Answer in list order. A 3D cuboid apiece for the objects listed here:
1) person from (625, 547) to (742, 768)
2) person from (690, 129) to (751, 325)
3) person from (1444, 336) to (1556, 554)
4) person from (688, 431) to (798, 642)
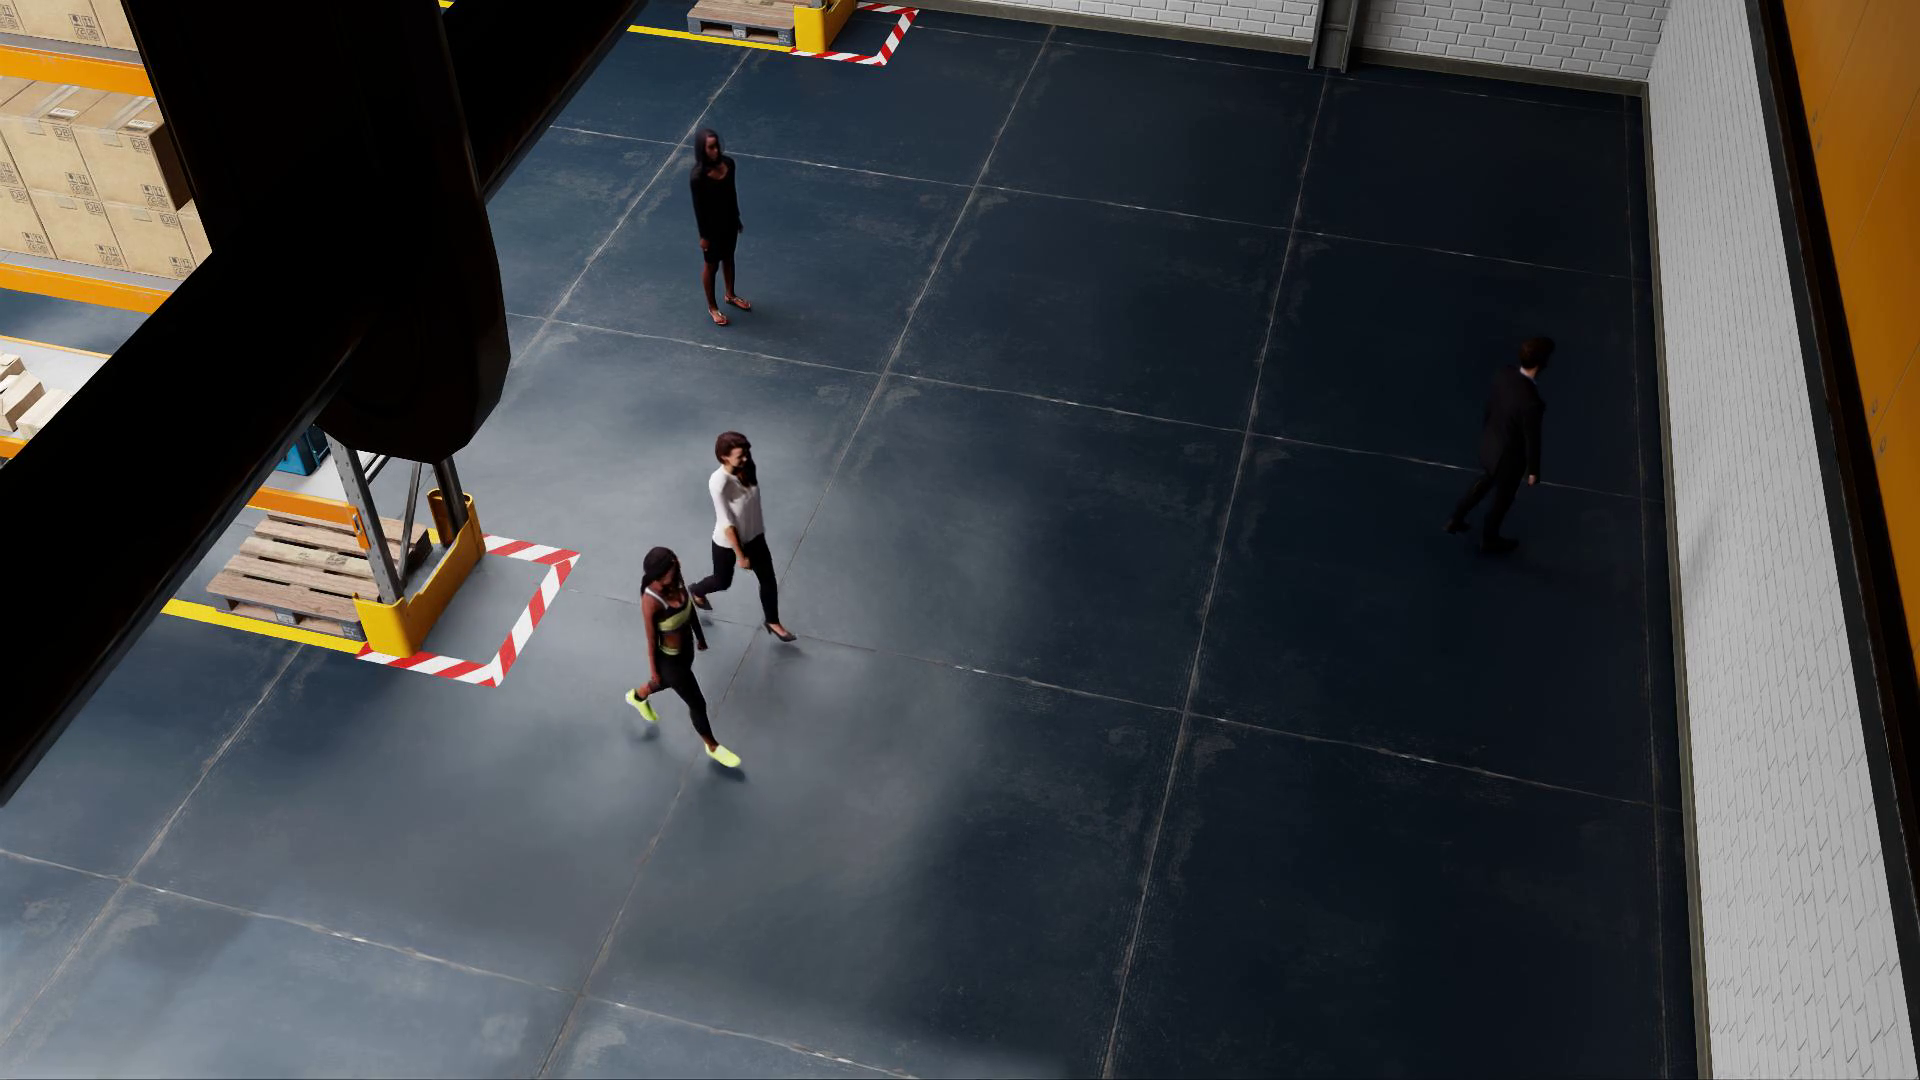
[{"bbox_3d":[-1.842,0.680,10.315,1.147,1.720,0.683,16,46,16],"label":"person"},{"bbox_3d":[-2.004,-2.612,13.769,0.659,1.721,0.682,30,51,28],"label":"person"},{"bbox_3d":[3.743,-0.616,11.559,0.944,1.880,0.890,-9,44,-9],"label":"person"},{"bbox_3d":[-1.561,-0.010,11.011,1.132,1.759,0.796,23,48,22],"label":"person"}]
